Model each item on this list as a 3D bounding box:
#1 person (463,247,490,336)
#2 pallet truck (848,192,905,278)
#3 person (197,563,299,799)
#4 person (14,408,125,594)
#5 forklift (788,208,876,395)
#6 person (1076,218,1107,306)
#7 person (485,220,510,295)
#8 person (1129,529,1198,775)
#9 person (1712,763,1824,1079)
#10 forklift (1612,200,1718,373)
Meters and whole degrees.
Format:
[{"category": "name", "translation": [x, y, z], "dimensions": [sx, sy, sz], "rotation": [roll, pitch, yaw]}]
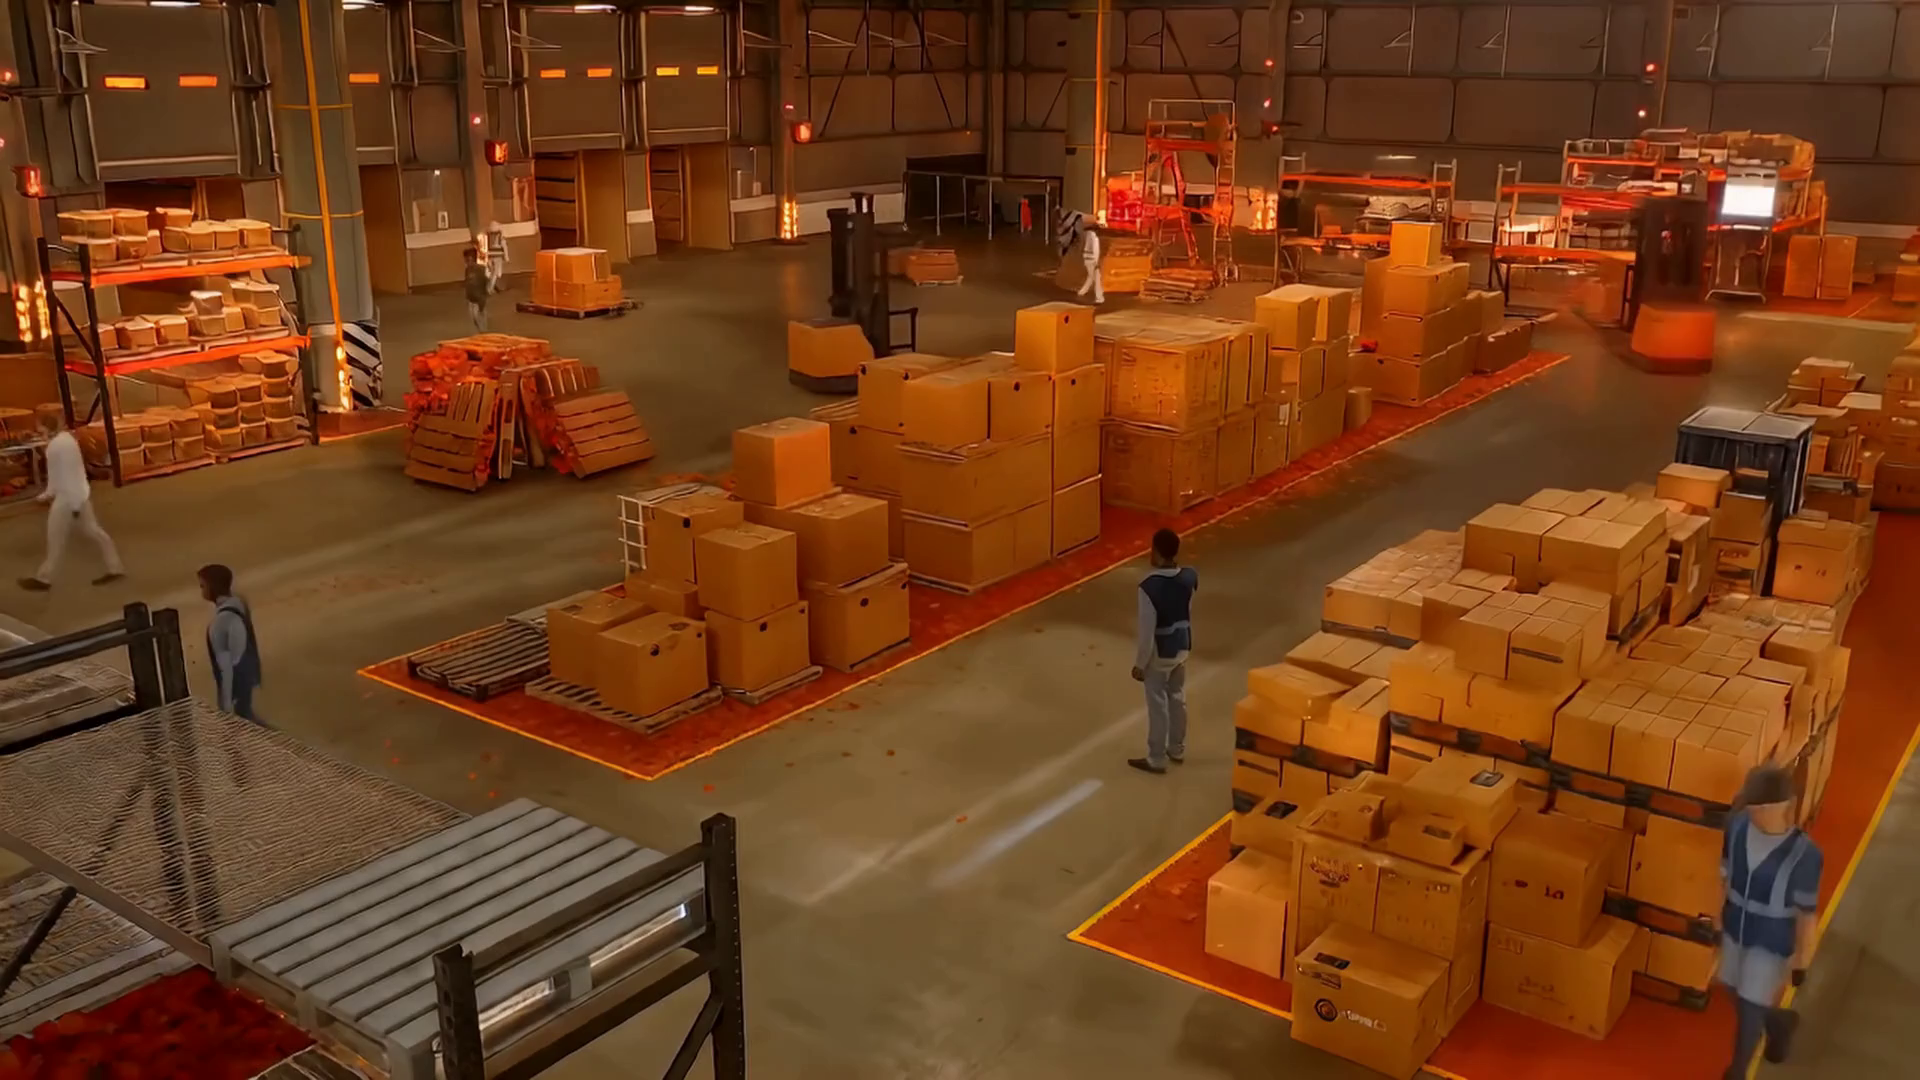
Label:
[{"category": "person", "translation": [-8.465, -4.150, 29.118], "dimensions": [0.354, 1.938, 0.636], "rotation": [-12, 21, -35]}, {"category": "pallet truck", "translation": [-1.936, -7.159, 38.982], "dimensions": [1.885, 1.965, 0.823], "rotation": [-12, 21, -34]}, {"category": "person", "translation": [-5.223, 1.032, 12.150], "dimensions": [0.657, 1.829, 0.531], "rotation": [-1, 17, -3]}, {"category": "person", "translation": [-9.074, -0.400, 16.792], "dimensions": [0.998, 1.880, 0.622], "rotation": [-6, 18, -18]}, {"category": "forklift", "translation": [-1.726, -3.850, 26.524], "dimensions": [1.873, 2.768, 1.129], "rotation": [-11, 20, -32]}, {"category": "person", "translation": [2.788, -5.796, 34.698], "dimensions": [0.562, 1.862, 0.613], "rotation": [-5, 18, -17]}, {"category": "person", "translation": [-10.176, -6.191, 36.462], "dimensions": [0.531, 1.594, 0.867], "rotation": [7, 18, 21]}, {"category": "person", "translation": [1.548, 0.846, 12.612], "dimensions": [0.591, 1.920, 0.392], "rotation": [-16, 23, -43]}, {"category": "person", "translation": [4.227, 2.032, 8.707], "dimensions": [0.791, 1.911, 0.549], "rotation": [-8, 19, -26]}, {"category": "forklift", "translation": [12.036, -4.331, 28.116], "dimensions": [1.129, 2.768, 1.873], "rotation": [1, 17, 4]}]
